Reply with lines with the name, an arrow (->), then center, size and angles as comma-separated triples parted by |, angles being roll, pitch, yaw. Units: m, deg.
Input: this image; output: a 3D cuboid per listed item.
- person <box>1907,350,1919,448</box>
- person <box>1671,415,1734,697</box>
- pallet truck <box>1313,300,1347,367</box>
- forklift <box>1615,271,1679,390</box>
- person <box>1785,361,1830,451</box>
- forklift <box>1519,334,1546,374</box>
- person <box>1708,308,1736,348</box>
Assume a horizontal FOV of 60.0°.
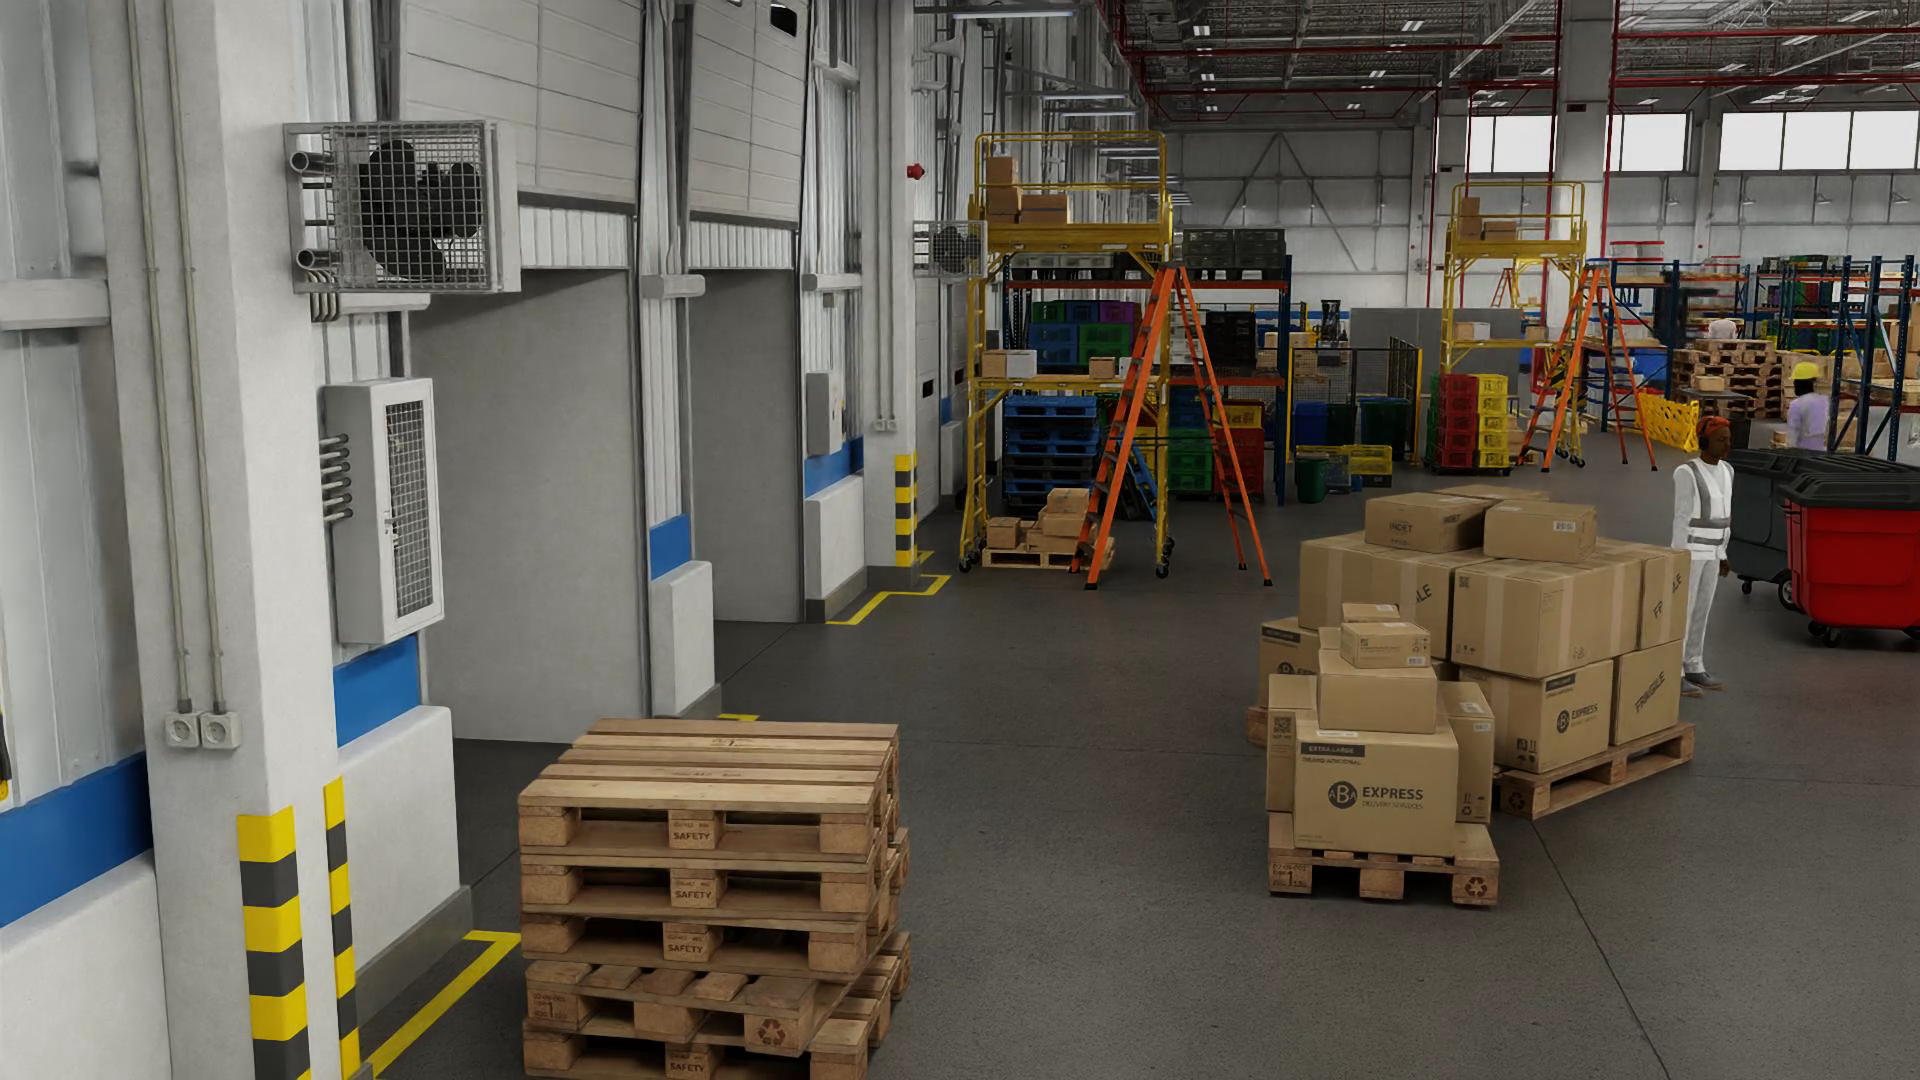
person -> 15.491, -2.341, 26.740 | 0.335, 1.734, 0.487 | 5, 11, 29
person -> 4.994, 0.103, 11.201 | 0.575, 1.883, 0.362 | -6, 11, -35
pallet truck -> 11.159, -6.200, 49.718 | 0.823, 1.965, 1.885 | 4, 10, 26
forklift -> 16.447, -4.891, 38.931 | 1.873, 2.768, 1.129 | 1, 9, 9
person -> 8.632, -0.875, 17.108 | 0.617, 1.922, 0.425 | -5, 11, -29
forklift -> 16.283, -5.891, 45.099 | 1.873, 2.768, 1.129 | 6, 11, 32
person -> 18.292, -4.595, 40.005 | 0.627, 1.940, 0.373 | 1, 9, 7
